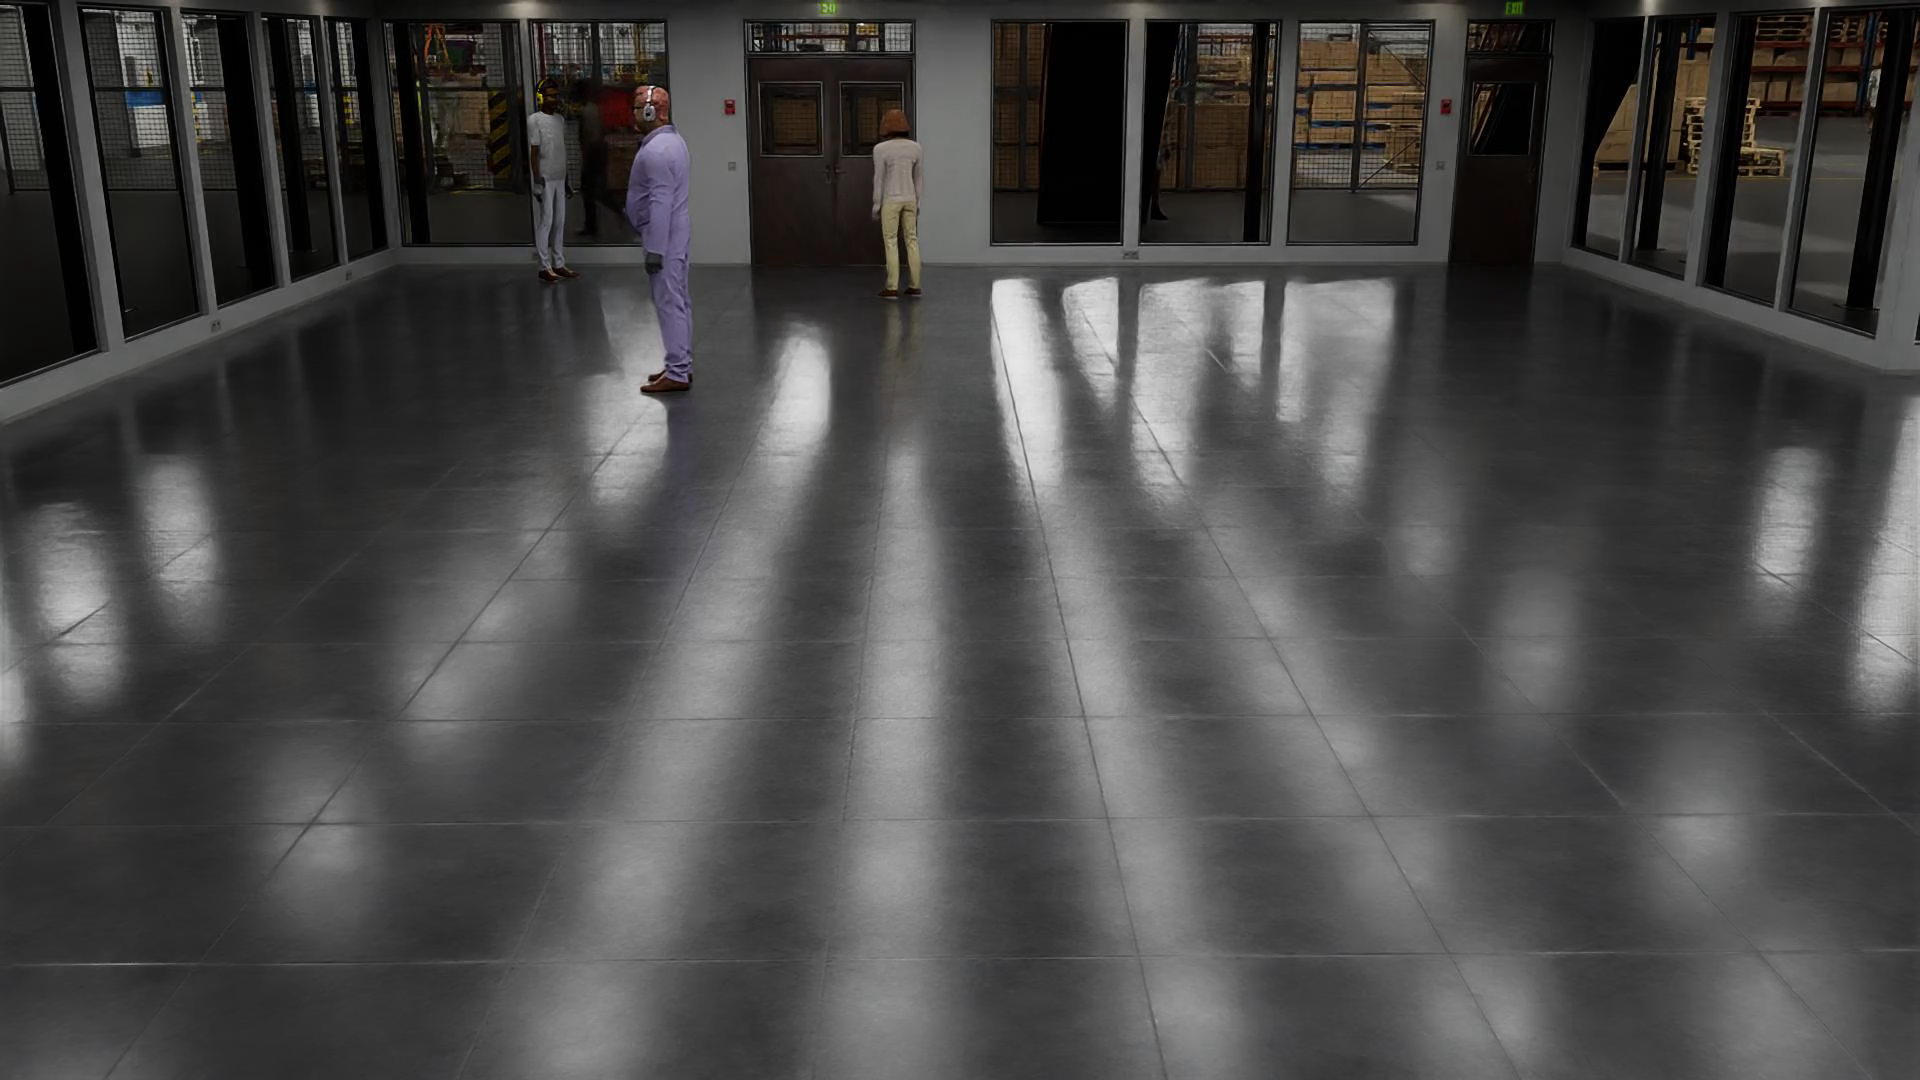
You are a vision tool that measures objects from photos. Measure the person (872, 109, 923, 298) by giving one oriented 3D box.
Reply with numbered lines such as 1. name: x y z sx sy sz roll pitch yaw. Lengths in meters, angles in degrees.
1. person: -0.548 -2.950 14.619 0.507 1.631 0.267 -11 20 -33

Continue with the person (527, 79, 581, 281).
1. person: -3.852 -3.397 15.732 0.311 1.869 0.532 7 18 22

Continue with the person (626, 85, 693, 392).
1. person: -1.906 -1.895 10.551 0.400 1.910 0.643 0 16 1
